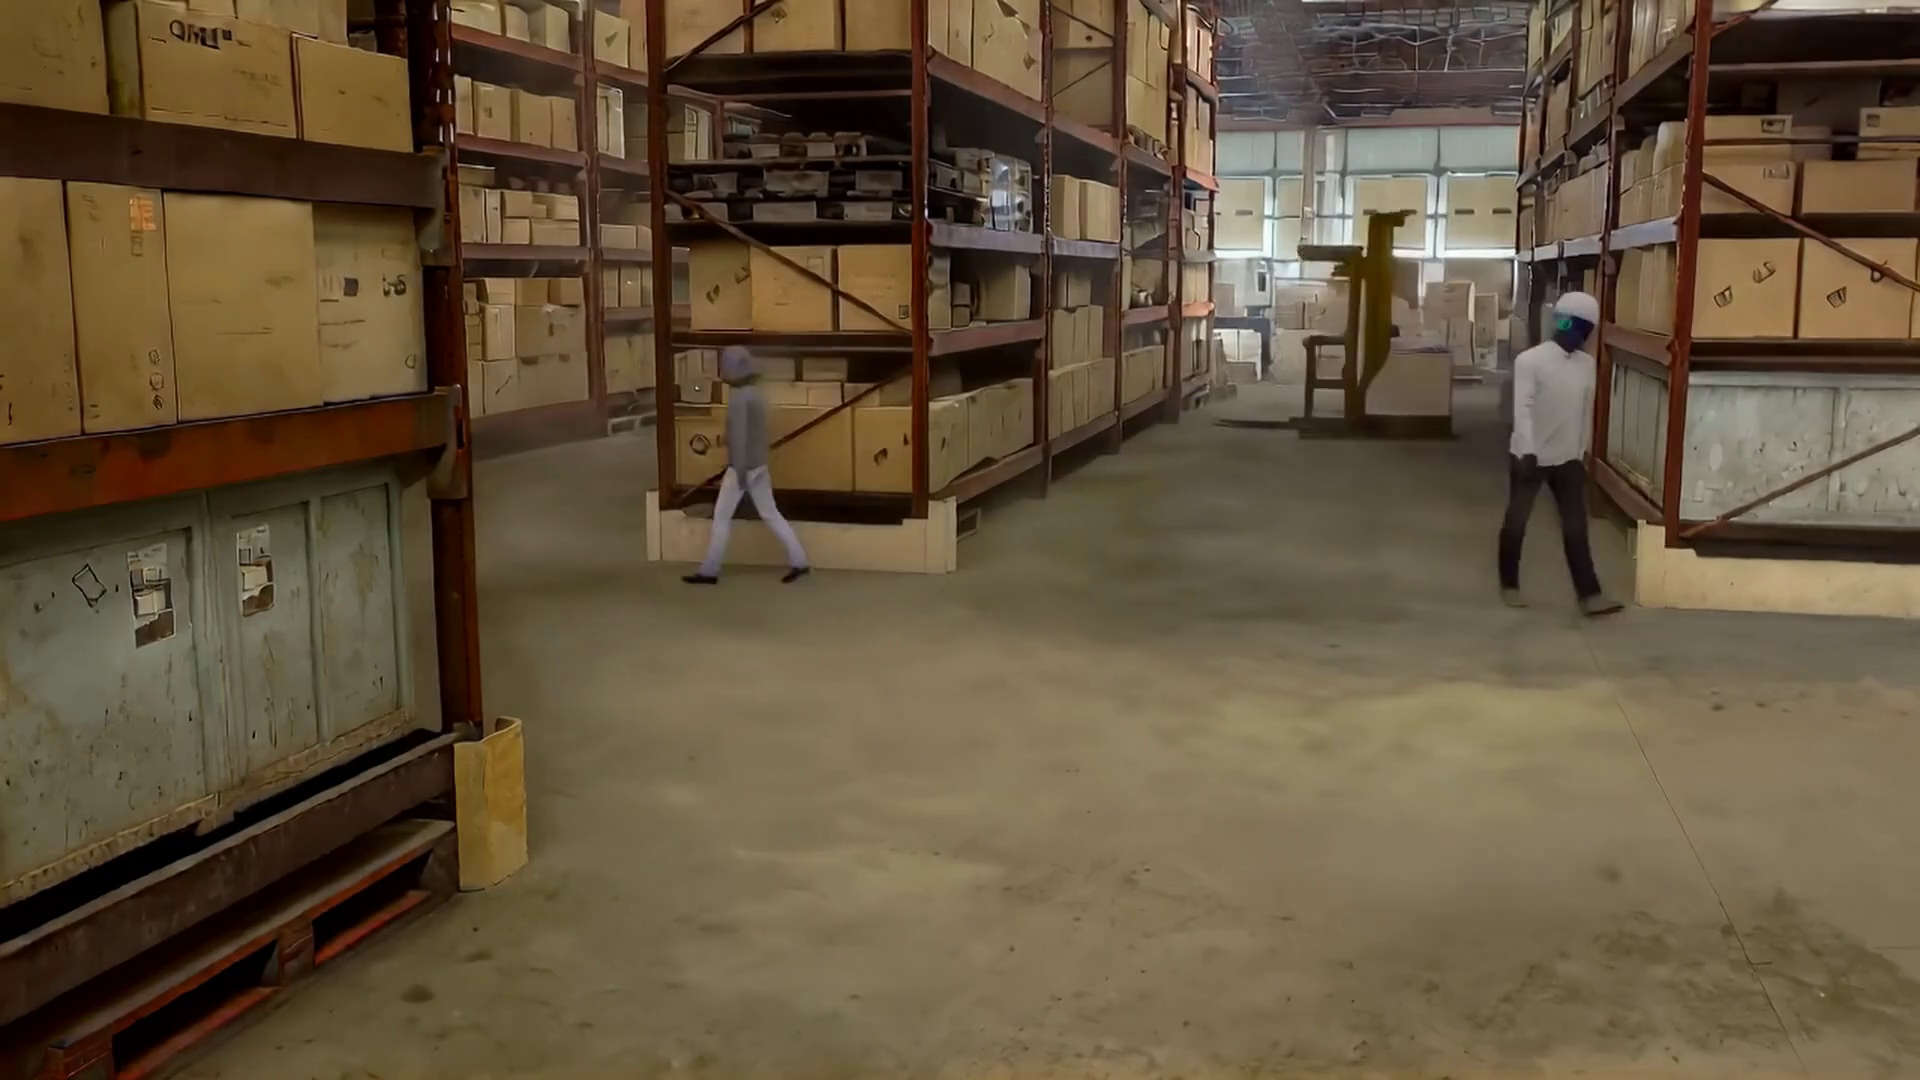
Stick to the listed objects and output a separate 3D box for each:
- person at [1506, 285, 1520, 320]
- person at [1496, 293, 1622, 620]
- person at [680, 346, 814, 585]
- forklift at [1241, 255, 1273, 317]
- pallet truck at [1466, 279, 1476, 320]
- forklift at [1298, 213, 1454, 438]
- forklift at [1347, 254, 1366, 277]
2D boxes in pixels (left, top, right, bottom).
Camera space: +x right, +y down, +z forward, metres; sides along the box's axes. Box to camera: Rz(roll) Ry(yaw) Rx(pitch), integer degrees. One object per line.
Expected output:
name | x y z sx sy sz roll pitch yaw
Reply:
person | 13.382 -5.228 40.188 0.980 1.878 0.593 4 10 26
person | 3.571 -0.496 9.931 0.647 1.920 1.021 -2 9 -14
person | -1.379 -0.480 10.908 0.859 1.592 0.509 2 9 12
forklift | 10.551 -8.662 58.805 1.129 2.768 1.873 2 9 15
pallet truck | 18.896 -8.459 60.307 1.885 1.965 0.823 5 10 31
forklift | 5.343 -2.742 21.196 1.873 2.768 1.129 2 9 15
forklift | 13.074 -8.074 55.067 1.873 2.768 1.129 0 9 -2
